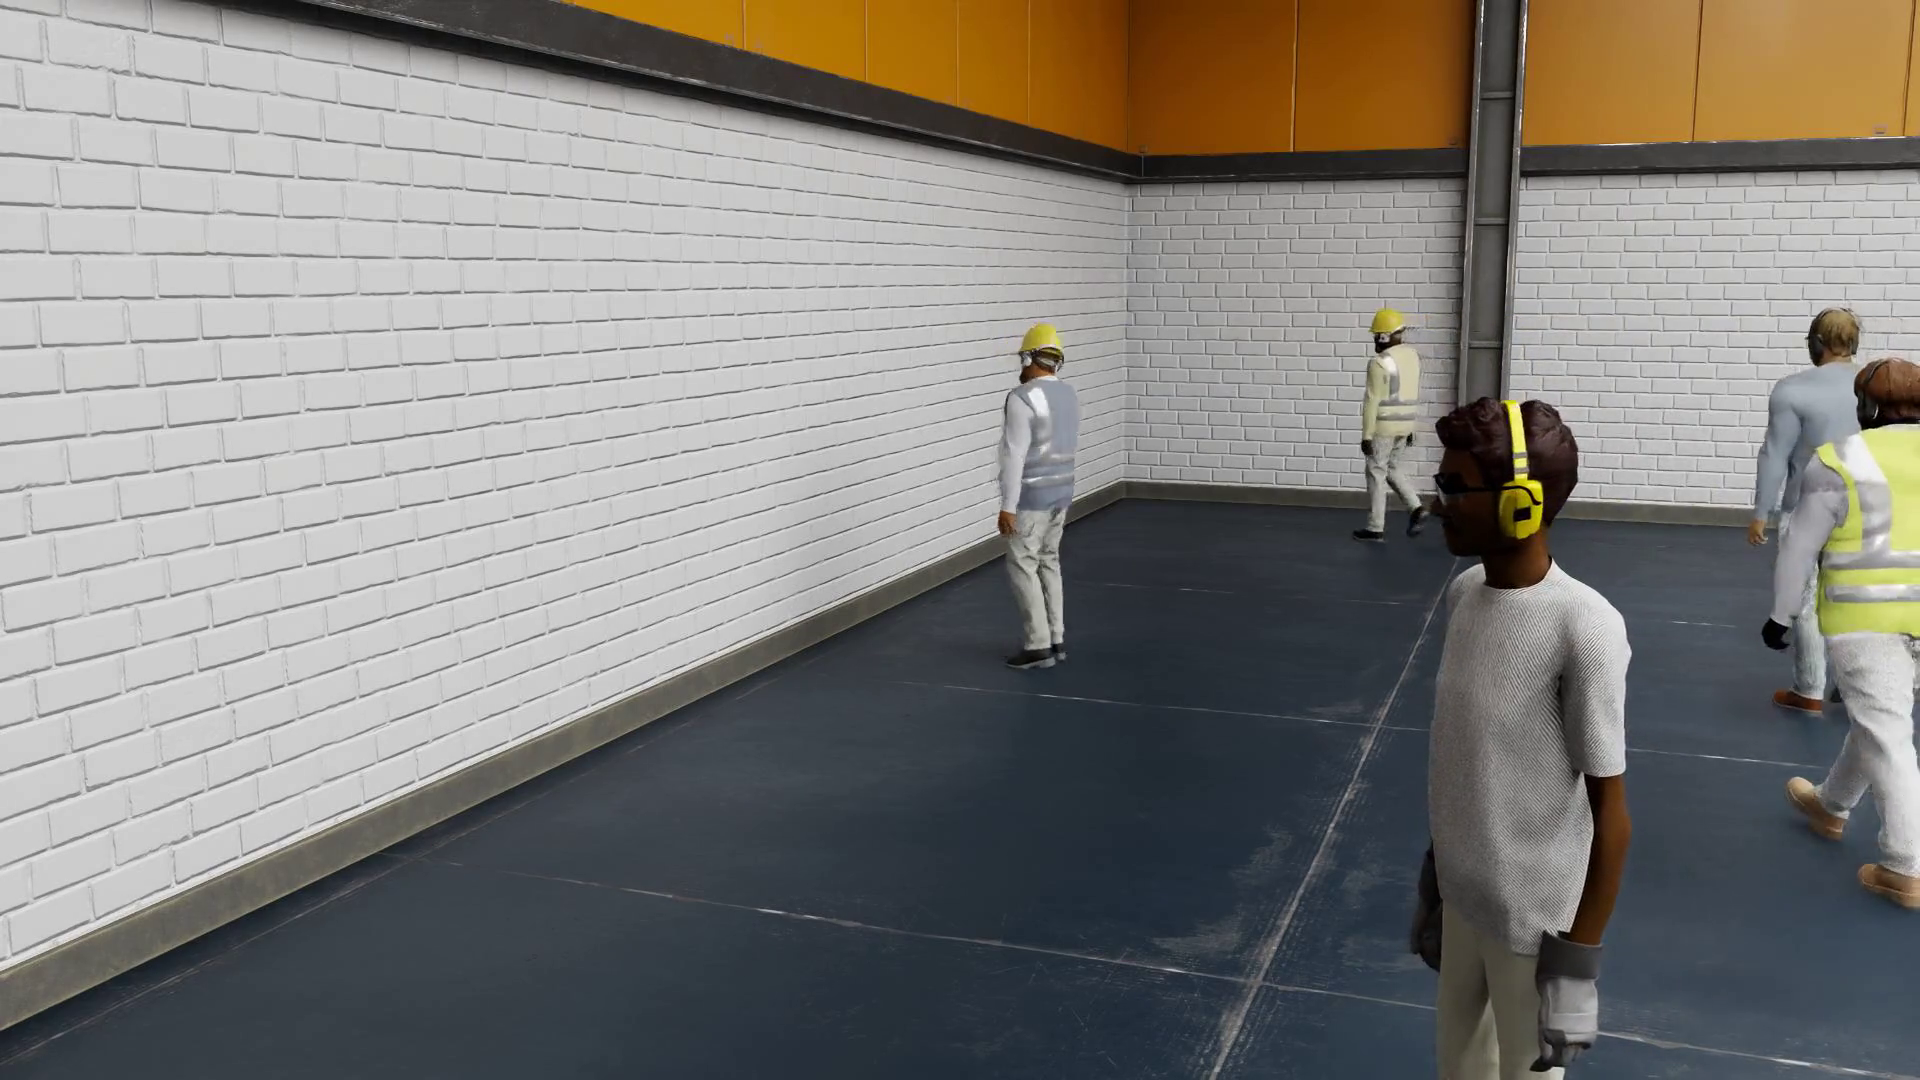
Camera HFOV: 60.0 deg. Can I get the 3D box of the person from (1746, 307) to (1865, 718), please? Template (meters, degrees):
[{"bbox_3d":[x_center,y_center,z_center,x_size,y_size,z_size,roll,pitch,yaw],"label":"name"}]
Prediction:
[{"bbox_3d":[4.038,-0.122,7.806,0.644,1.926,0.426,-2,9,-13],"label":"person"}]

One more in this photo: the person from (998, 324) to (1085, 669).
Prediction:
[{"bbox_3d":[0.407,-0.215,8.804,0.405,1.809,0.633,6,11,35],"label":"person"}]

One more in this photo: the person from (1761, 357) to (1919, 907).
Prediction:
[{"bbox_3d":[3.148,0.271,5.747,0.629,1.782,0.960,-1,9,-9],"label":"person"}]

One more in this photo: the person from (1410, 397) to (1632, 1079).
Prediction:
[{"bbox_3d":[0.955,0.679,2.945,0.319,1.865,0.521,-2,9,-12],"label":"person"}]

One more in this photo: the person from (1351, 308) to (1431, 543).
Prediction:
[{"bbox_3d":[3.307,-0.865,12.769,0.613,1.817,0.520,-8,12,-39],"label":"person"}]
